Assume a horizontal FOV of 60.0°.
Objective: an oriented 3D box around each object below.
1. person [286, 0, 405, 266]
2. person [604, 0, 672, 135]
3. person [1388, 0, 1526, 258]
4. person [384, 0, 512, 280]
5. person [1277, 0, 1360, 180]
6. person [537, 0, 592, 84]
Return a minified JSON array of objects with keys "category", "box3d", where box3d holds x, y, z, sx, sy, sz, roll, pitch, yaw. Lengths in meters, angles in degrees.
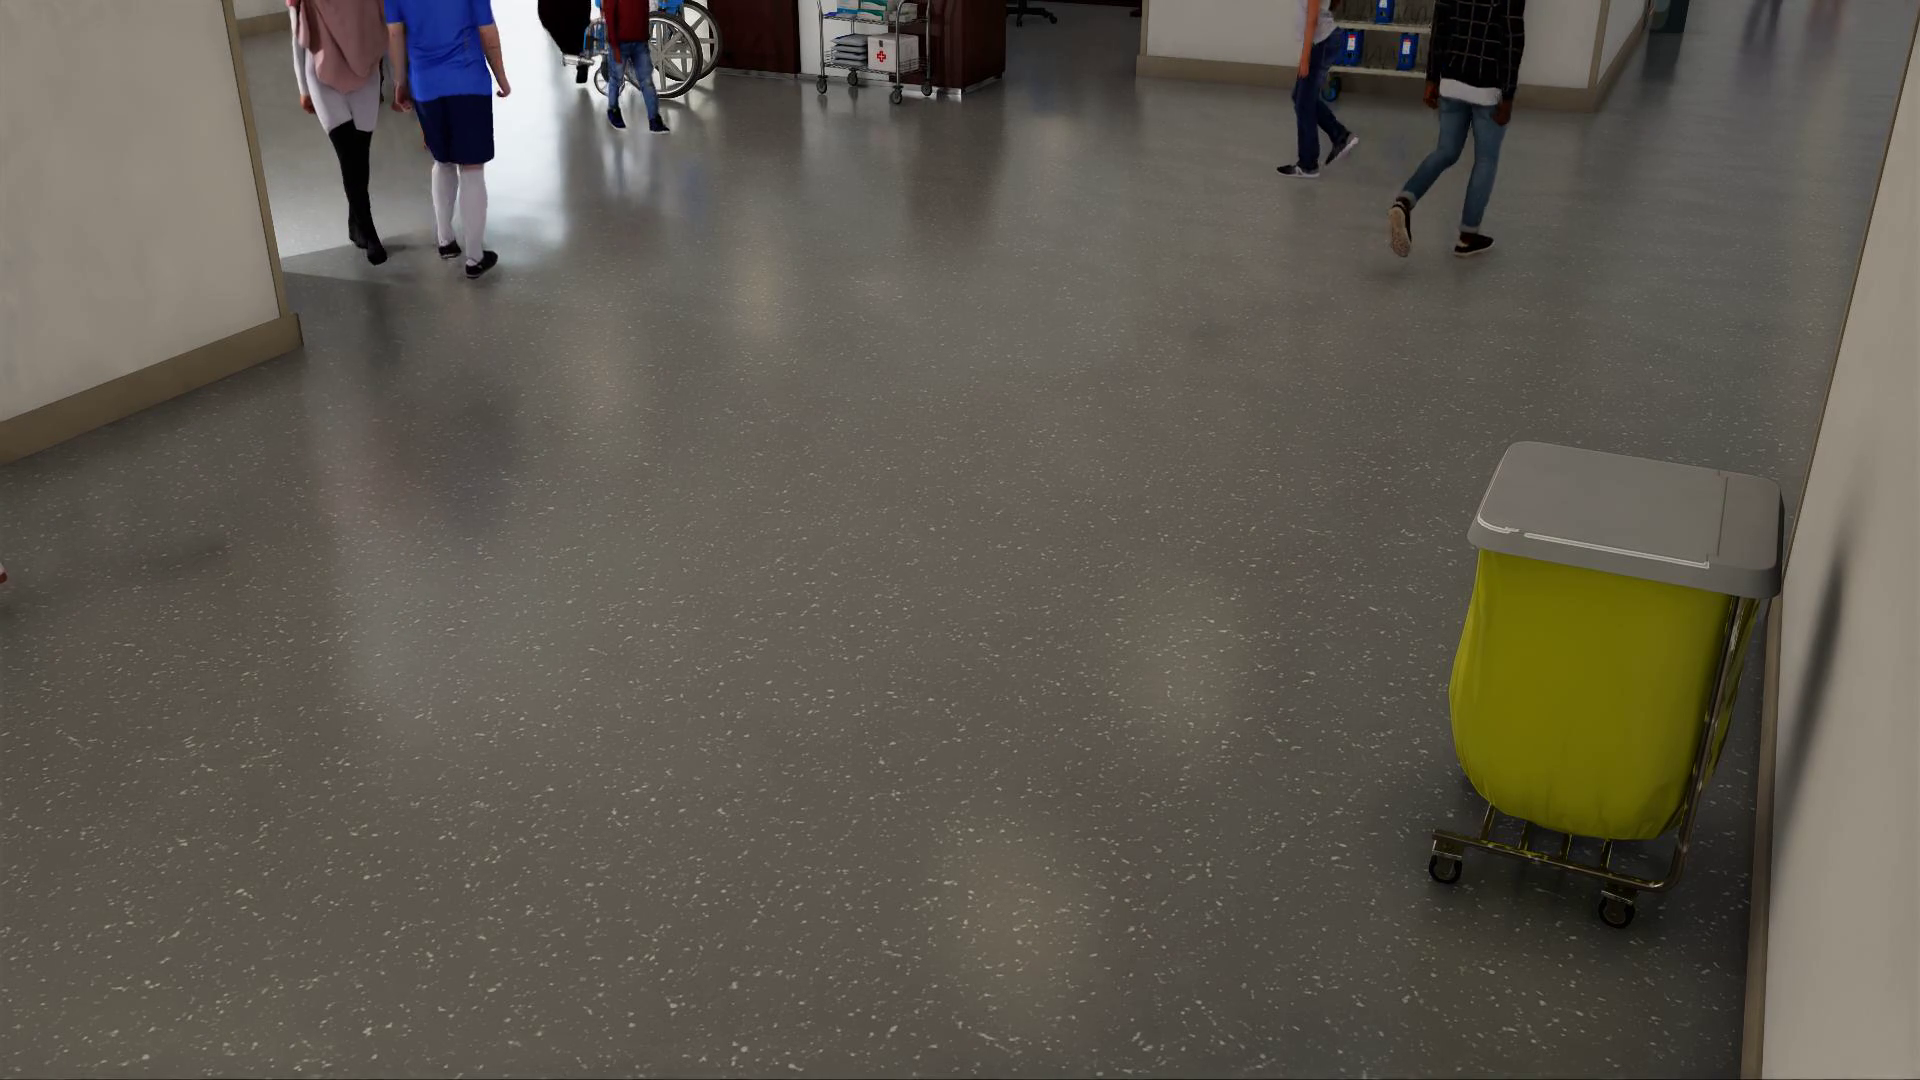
[{"category":"person","box3d":[-3.148,-2.318,8.464,1.010,1.767,1.169,-15,29,-28]},{"category":"person","box3d":[-2.283,-3.376,11.274,0.765,1.232,0.951,-18,31,-33]},{"category":"person","box3d":[2.516,-2.268,8.321,0.999,1.801,1.090,-21,33,-36]},{"category":"person","box3d":[-2.510,-2.174,8.095,0.670,1.828,0.805,4,26,8]},{"category":"person","box3d":[2.228,-2.974,10.073,0.703,1.551,0.563,9,27,19]},{"category":"person","box3d":[-3.048,-4.456,12.927,0.799,1.740,0.859,2,26,3]}]
